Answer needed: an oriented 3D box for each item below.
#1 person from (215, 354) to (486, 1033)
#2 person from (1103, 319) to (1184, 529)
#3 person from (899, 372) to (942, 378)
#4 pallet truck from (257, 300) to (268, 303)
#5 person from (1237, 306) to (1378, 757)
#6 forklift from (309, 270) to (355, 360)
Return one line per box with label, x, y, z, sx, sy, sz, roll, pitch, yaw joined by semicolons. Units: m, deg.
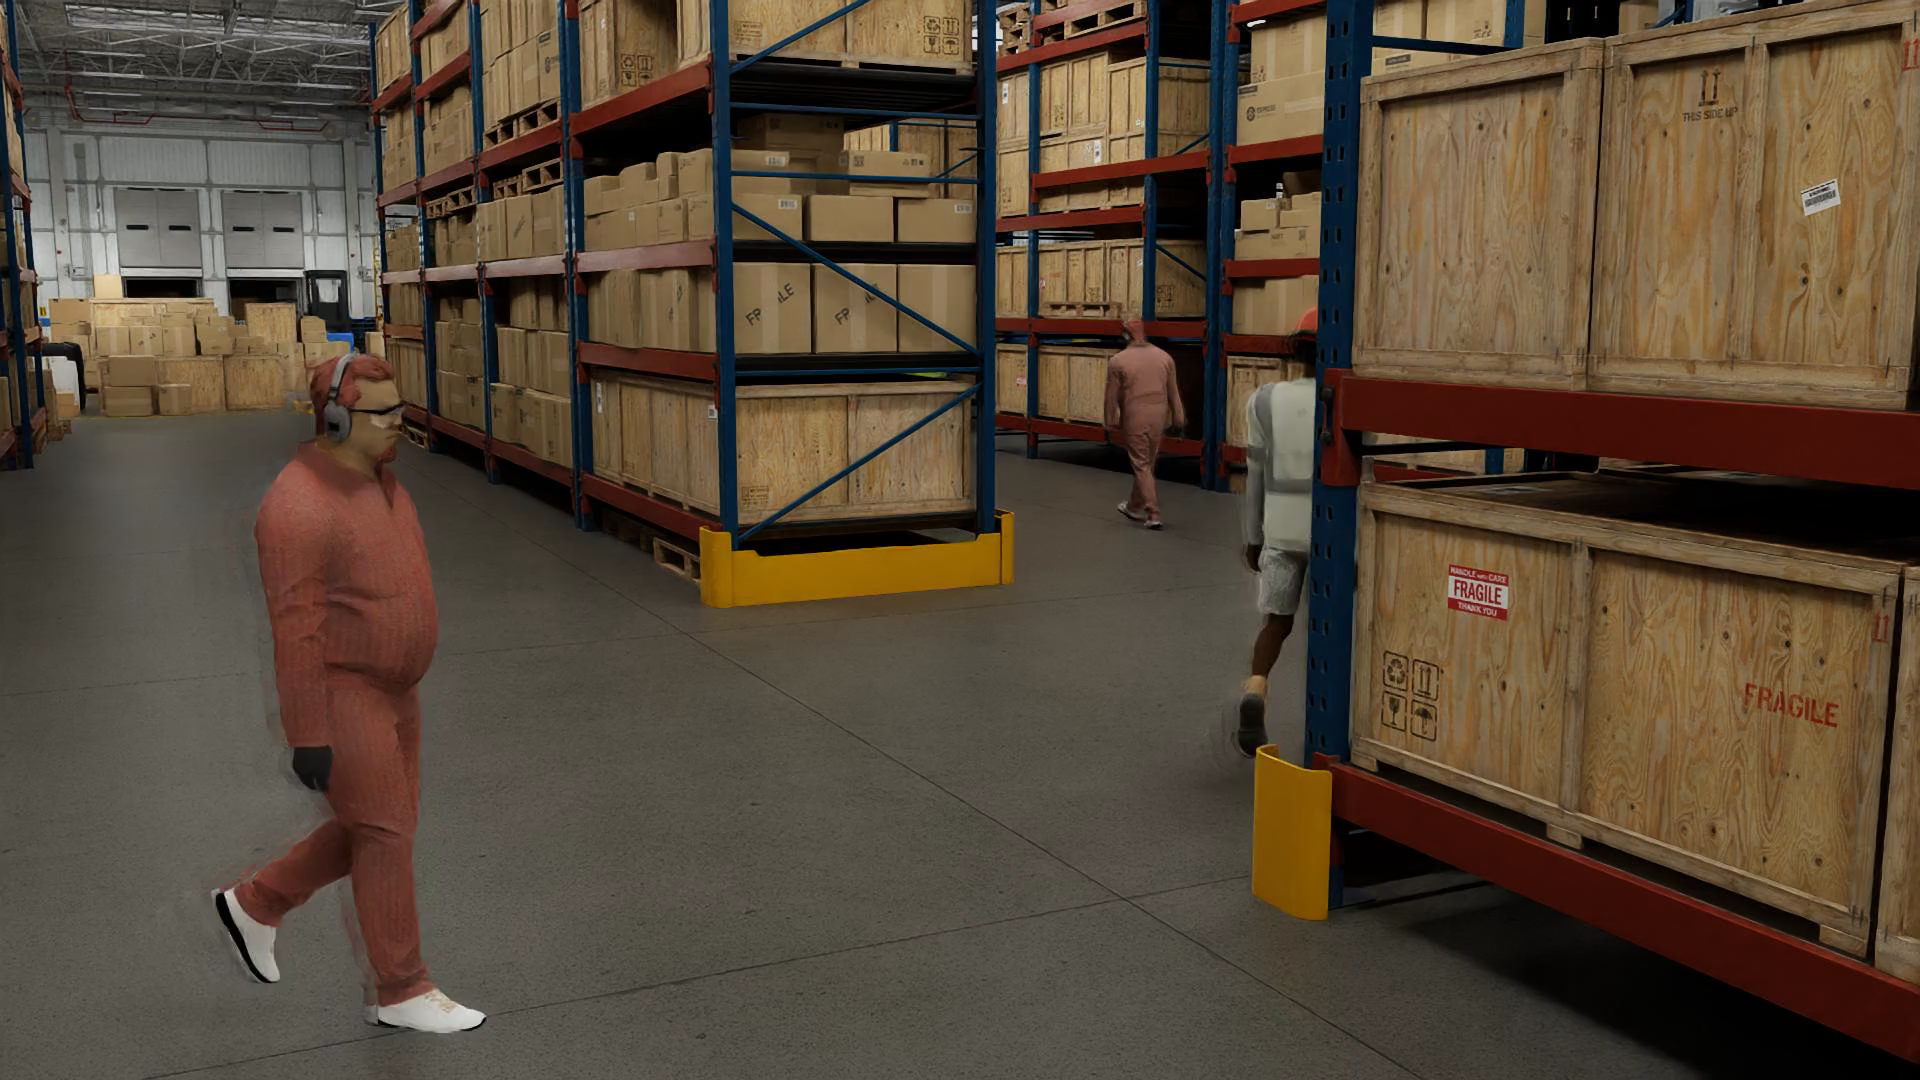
person;-1.716;0.430;4.555;0.724;1.884;0.639;0;8;3
person;1.604;-1.039;14.816;0.686;1.843;0.990;-3;9;-21
person;-0.424;-1.043;15.358;0.550;1.683;0.417;-2;8;-11
pallet truck;-23.913;-7.404;58.171;1.885;1.965;0.823;-1;8;-9
person;1.482;-0.021;7.207;0.618;2.014;0.786;5;10;30
forklift;-17.534;-6.119;46.287;1.129;2.768;1.873;-4;9;-26
